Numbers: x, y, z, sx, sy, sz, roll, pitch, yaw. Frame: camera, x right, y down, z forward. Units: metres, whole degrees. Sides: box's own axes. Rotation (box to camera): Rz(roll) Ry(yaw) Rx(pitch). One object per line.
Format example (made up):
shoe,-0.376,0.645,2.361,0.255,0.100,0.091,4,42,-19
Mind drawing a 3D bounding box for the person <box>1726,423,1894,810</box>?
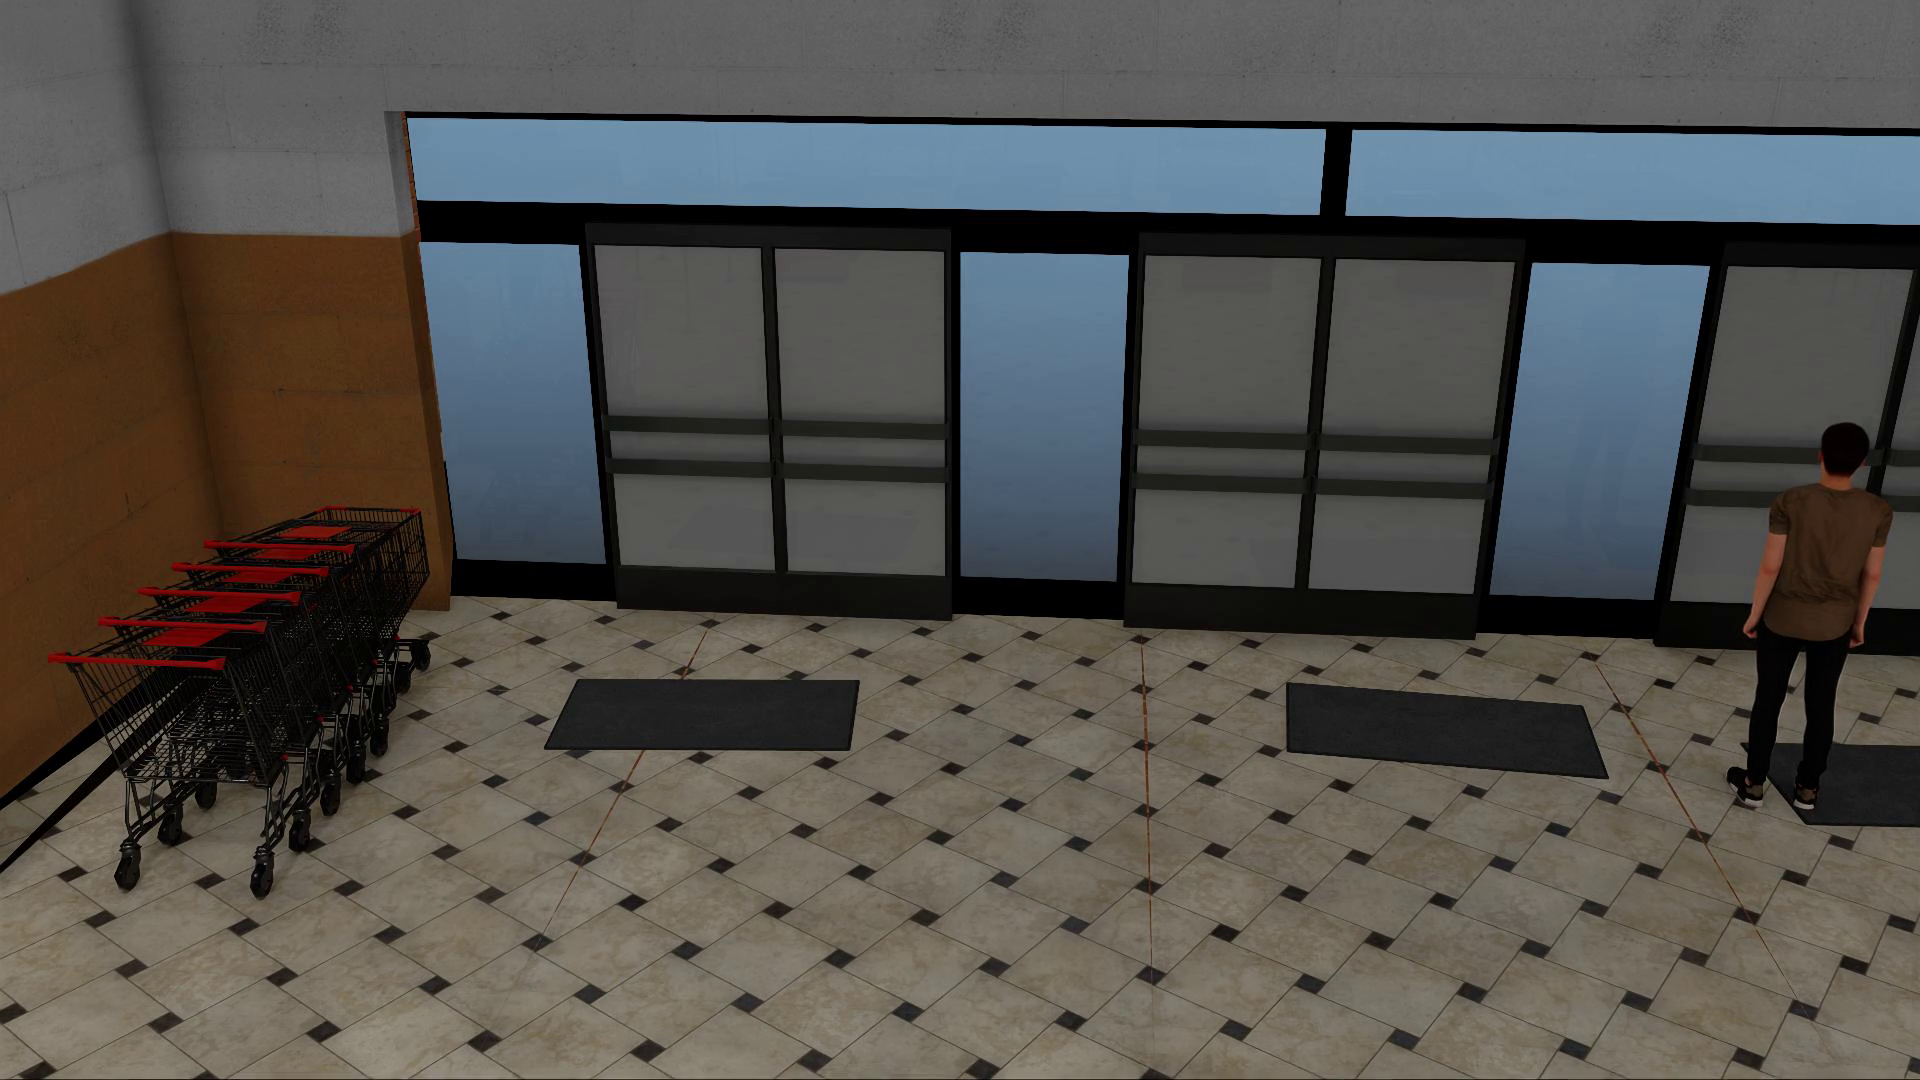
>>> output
person,3.851,0.354,7.552,0.697,1.851,0.602,5,22,12
